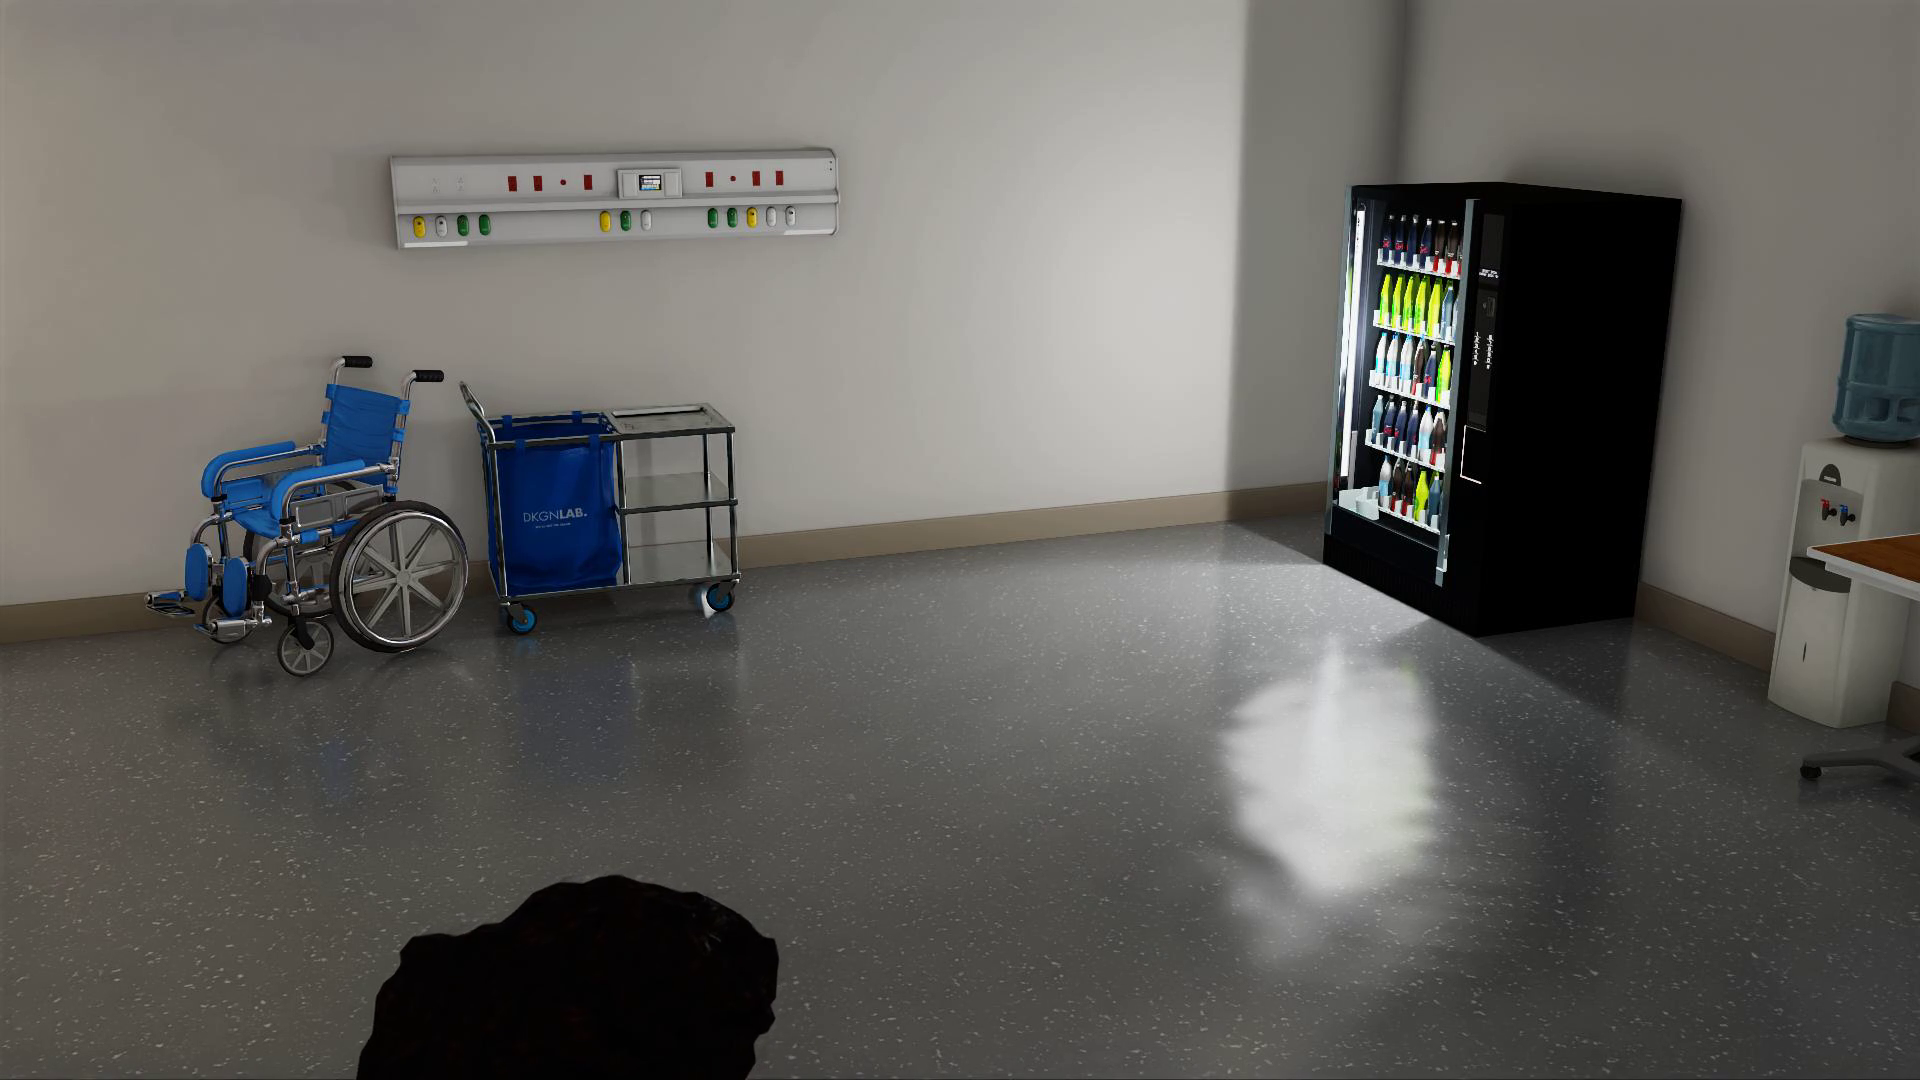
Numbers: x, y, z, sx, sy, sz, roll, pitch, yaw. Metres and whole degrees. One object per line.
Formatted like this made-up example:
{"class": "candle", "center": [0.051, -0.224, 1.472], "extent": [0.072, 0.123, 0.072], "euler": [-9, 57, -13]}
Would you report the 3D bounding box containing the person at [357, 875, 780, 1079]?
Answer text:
{"class": "person", "center": [-0.264, 1.109, 1.370], "extent": [0.742, 1.800, 0.624], "euler": [-12, 20, -37]}
